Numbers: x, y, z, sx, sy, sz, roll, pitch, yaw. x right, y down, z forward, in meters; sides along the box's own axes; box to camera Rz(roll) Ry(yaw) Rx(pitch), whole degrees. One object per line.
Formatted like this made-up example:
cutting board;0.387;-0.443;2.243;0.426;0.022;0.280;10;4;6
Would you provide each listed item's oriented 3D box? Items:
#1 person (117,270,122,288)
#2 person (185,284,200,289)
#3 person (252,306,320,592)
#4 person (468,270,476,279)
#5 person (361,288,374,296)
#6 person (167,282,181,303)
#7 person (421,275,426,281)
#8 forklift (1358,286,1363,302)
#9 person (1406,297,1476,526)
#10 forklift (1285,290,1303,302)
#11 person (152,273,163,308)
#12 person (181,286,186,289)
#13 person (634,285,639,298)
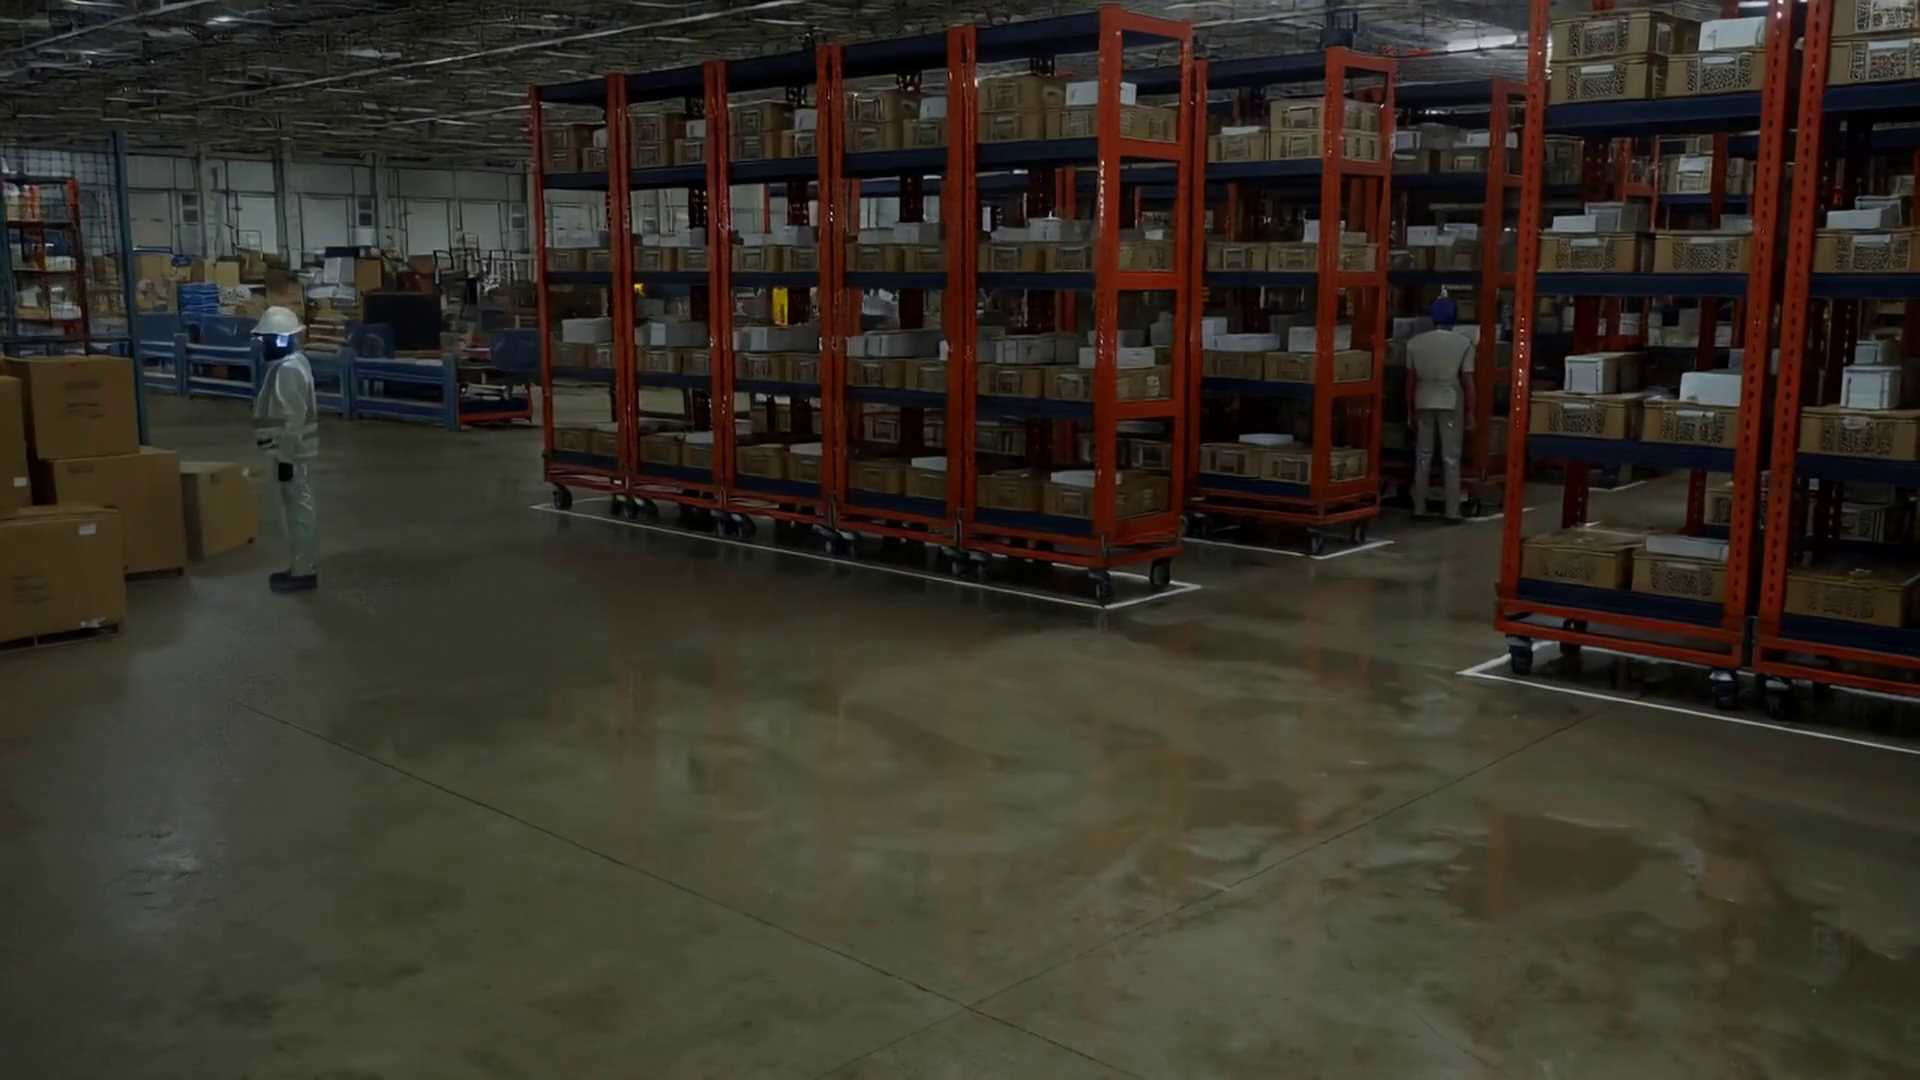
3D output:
person;-26.212;-7.461;52.247;0.607;2.045;0.390;4;10;22
person;-31.892;-10.163;69.208;0.592;1.935;1.052;4;10;24
person;-4.344;-0.586;10.741;0.404;1.833;0.589;-4;10;-21
person;-17.090;-8.432;58.211;0.539;2.000;0.684;-9;13;-44
person;-19.031;-7.534;53.402;0.516;1.819;0.991;-1;9;-6
person;-20.140;-5.788;42.859;0.336;1.762;0.526;5;10;27
person;-27.077;-12.479;83.921;0.483;1.756;0.528;7;12;37
forklift;11.100;-7.017;46.970;1.873;2.768;1.129;9;13;43
person;3.874;-1.036;13.455;0.563;1.847;0.388;6;11;31
forklift;10.892;-7.691;51.102;1.873;2.768;1.129;9;13;43
person;-35.120;-10.732;72.825;1.030;1.893;0.639;-8;12;-41
person;-32.497;-10.226;70.017;0.616;1.792;0.981;0;9;0
person;-20.232;-15.805;103.857;0.949;1.891;0.574;-7;11;-35
